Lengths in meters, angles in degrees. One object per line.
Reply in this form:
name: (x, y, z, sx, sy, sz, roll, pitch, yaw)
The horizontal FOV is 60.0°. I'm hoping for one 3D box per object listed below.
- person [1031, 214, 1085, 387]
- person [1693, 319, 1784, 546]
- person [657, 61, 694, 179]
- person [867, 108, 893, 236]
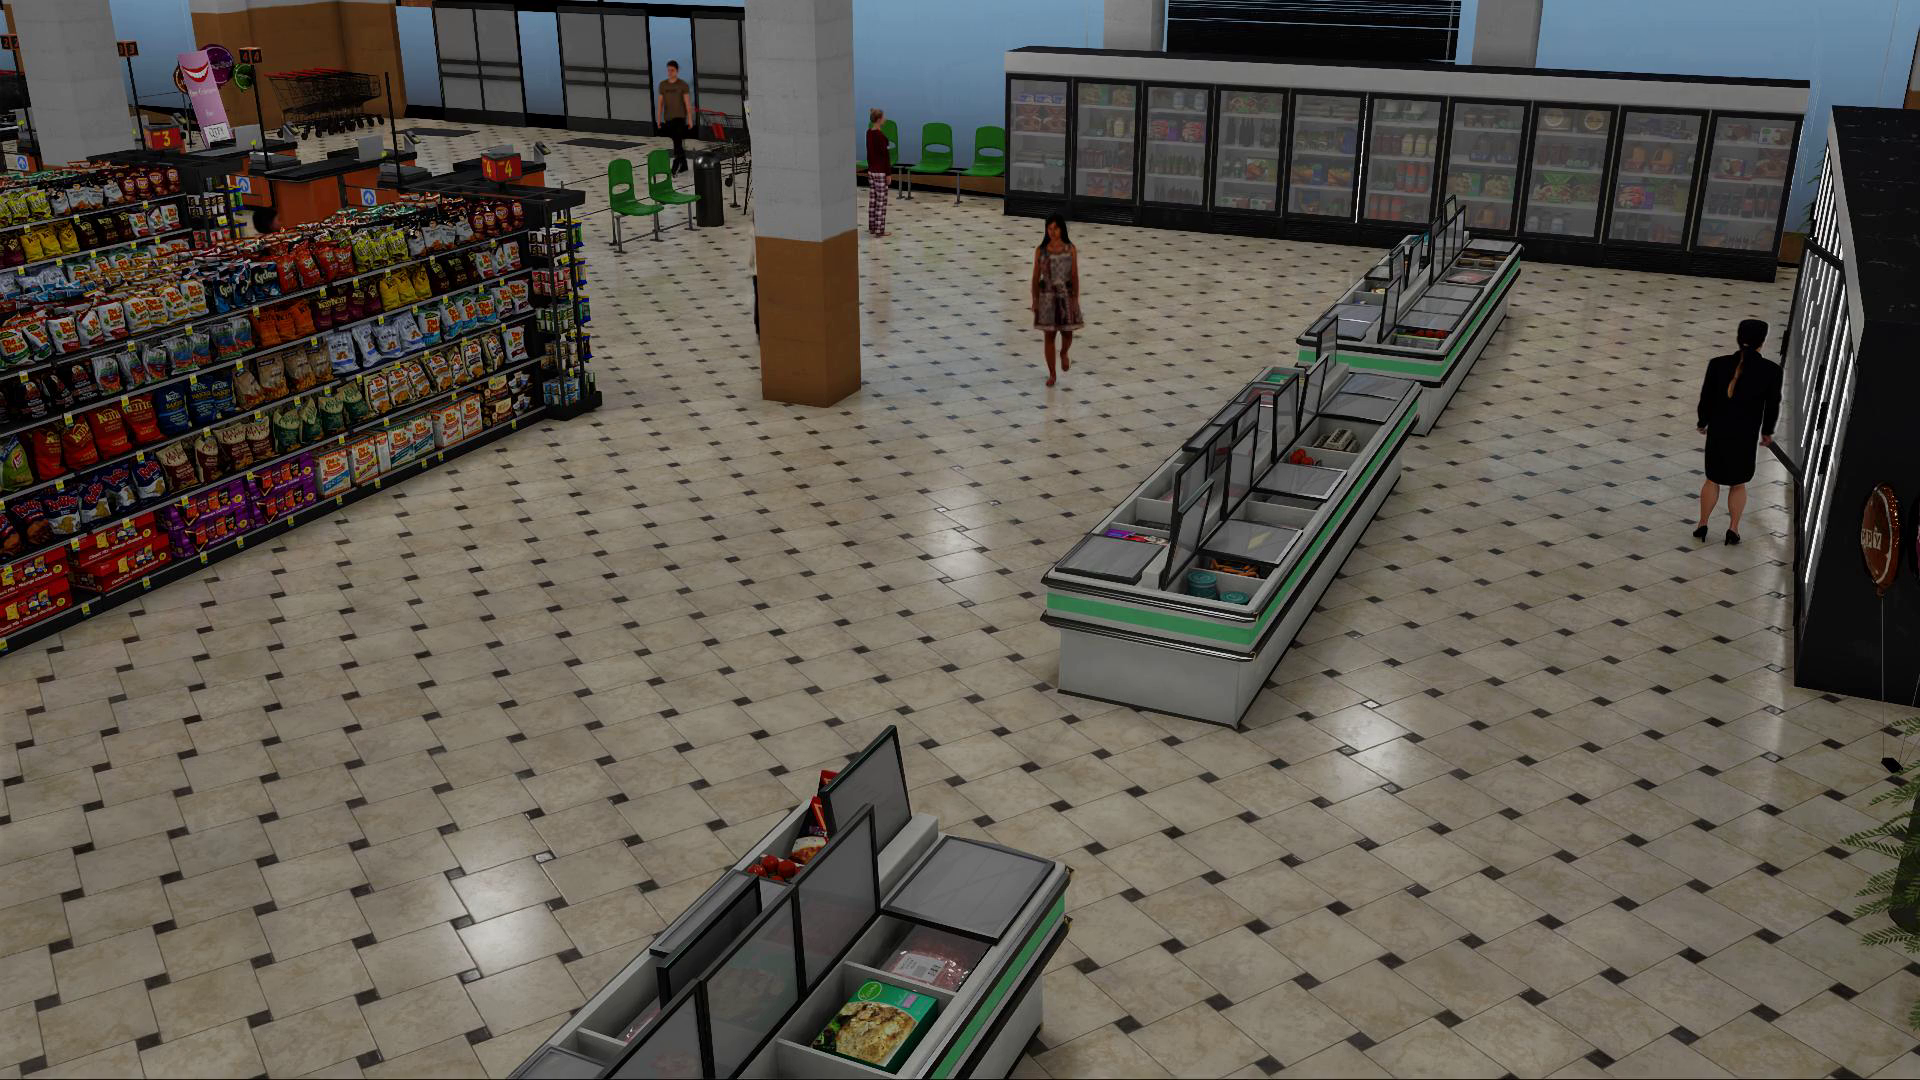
person: (0.940, -2.337, 16.041, 0.789, 1.640, 0.853, 3, 22, 8)
person: (5.631, -0.776, 12.114, 0.705, 1.671, 0.640, 12, 25, 27)
person: (-4.568, -6.787, 26.898, 0.861, 1.802, 1.264, 5, 22, 12)
person: (-1.110, -5.014, 22.623, 0.687, 1.700, 0.691, -14, 26, -31)
